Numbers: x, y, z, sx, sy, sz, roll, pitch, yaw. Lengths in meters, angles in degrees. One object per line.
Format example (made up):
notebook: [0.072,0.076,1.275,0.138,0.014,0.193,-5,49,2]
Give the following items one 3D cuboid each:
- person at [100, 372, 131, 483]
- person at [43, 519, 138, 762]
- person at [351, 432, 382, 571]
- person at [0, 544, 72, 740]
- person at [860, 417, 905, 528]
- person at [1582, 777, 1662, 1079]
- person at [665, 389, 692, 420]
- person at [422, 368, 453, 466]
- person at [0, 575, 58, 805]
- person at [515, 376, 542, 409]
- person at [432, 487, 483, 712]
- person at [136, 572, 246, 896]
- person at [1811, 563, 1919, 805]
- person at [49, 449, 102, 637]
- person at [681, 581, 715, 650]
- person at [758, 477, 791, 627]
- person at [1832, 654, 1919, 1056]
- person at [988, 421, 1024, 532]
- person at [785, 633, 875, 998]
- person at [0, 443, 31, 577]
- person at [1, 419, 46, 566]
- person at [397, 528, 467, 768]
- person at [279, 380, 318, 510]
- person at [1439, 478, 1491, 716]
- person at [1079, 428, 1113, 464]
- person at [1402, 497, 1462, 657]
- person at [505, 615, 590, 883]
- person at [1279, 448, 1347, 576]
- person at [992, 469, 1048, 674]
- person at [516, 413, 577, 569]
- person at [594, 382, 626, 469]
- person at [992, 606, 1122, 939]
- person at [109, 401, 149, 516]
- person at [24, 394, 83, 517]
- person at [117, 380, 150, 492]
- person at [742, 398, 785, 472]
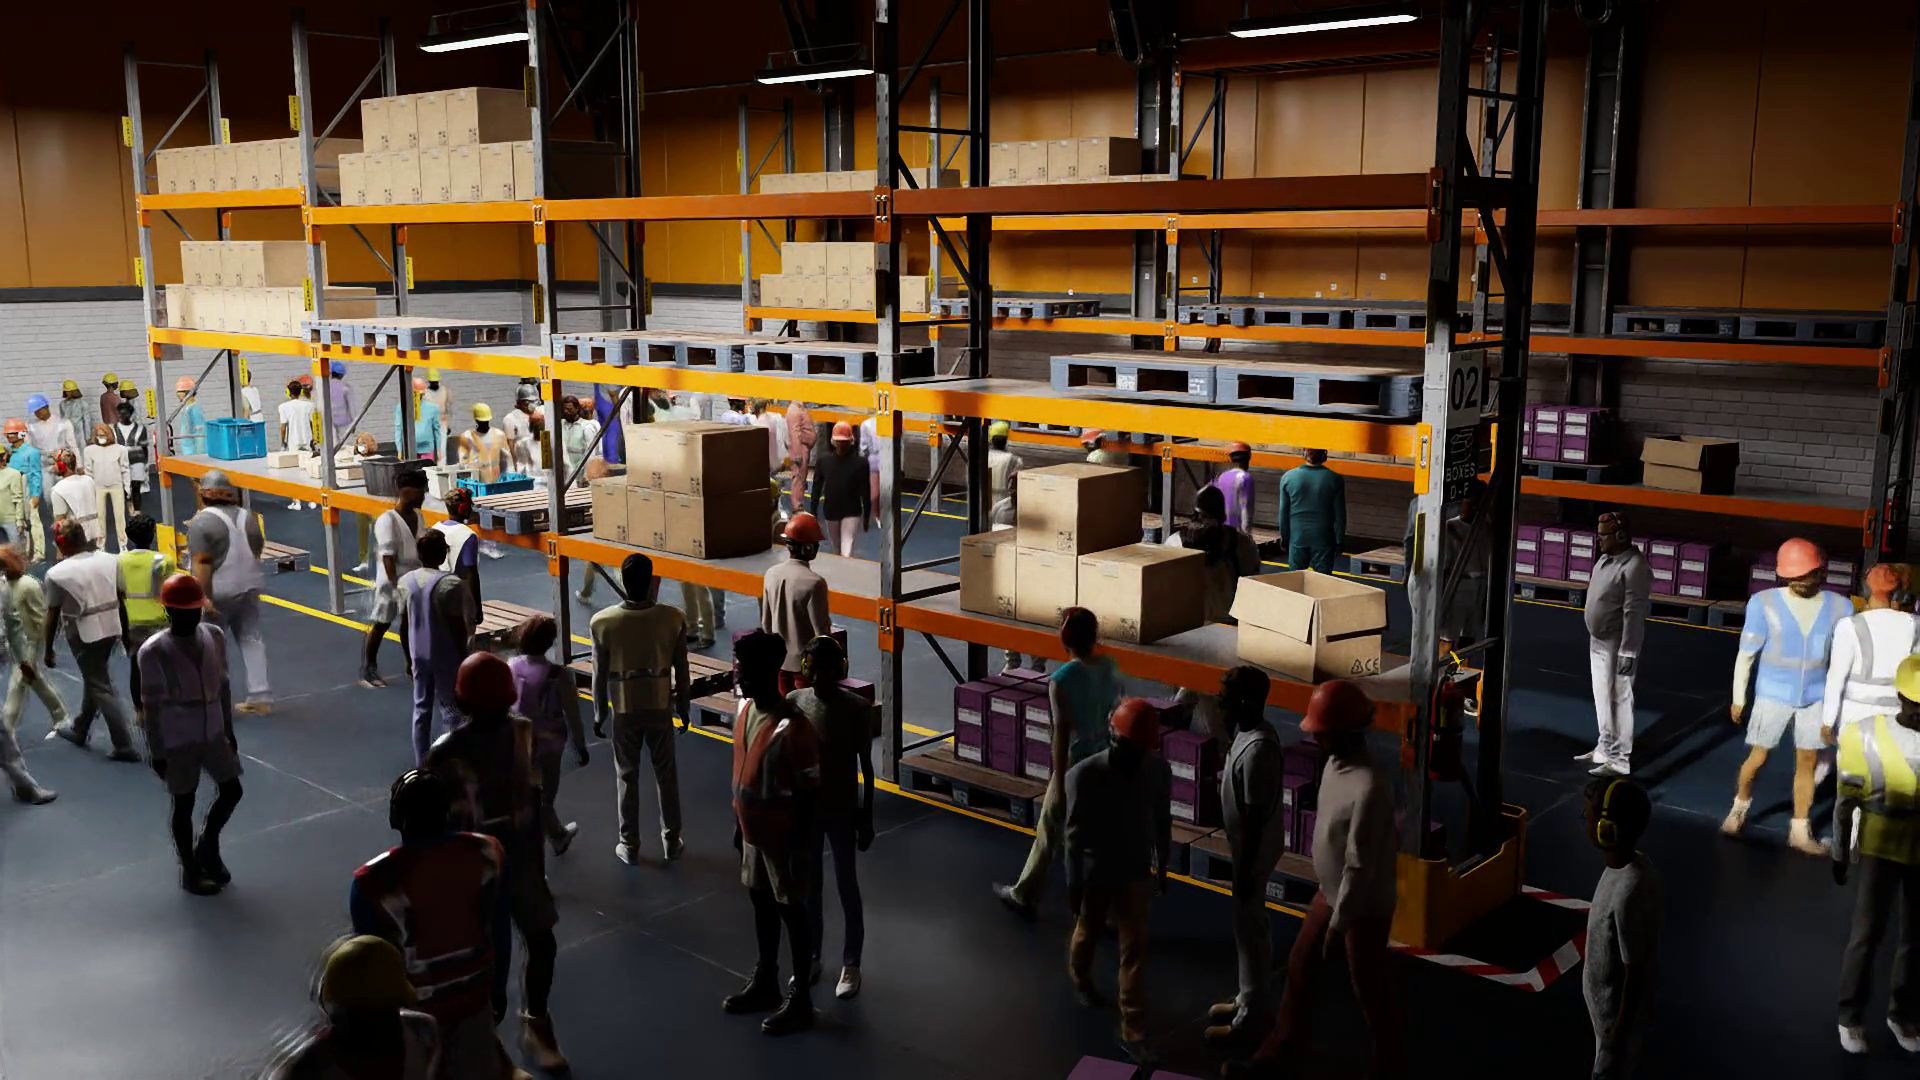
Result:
person: [-13.498,-1.786,26.560,0.523,1.772,0.299,6,12,32]
person: [-6.476,0.733,12.232,0.955,1.790,0.586,4,11,20]
person: [-6.863,-0.440,19.330,0.501,1.633,0.286,1,10,7]
person: [-7.052,0.795,12.490,0.515,1.581,0.853,4,11,21]
person: [-1.008,-0.997,21.750,0.590,1.901,0.776,0,10,-2]
person: [2.396,1.782,6.122,0.312,1.862,0.535,4,11,22]
person: [-4.149,-1.341,24.227,0.586,1.694,0.688,-5,11,-24]
person: [-8.520,-1.886,26.913,0.600,1.863,0.961,-5,11,-26]
person: [-6.688,0.860,11.278,1.016,1.890,0.594,2,10,11]
person: [-7.289,-2.057,28.202,0.490,1.730,0.324,-1,10,-4]
person: [-4.090,0.491,13.512,0.561,1.836,0.388,8,13,39]
person: [-4.438,1.128,9.633,0.417,1.921,0.577,6,12,32]
person: [5.980,0.981,10.987,0.676,1.735,0.555,2,10,13]
person: [-8.547,0.029,16.116,0.394,1.836,0.560,1,10,7]
person: [-2.542,0.158,15.634,0.351,1.743,0.600,-10,14,-44]
person: [-1.632,0.350,14.333,0.403,1.823,0.597,-6,11,-28]
person: [4.418,1.465,7.772,0.618,1.919,0.450,2,10,12]
person: [0.383,-0.326,17.963,0.619,1.895,0.674,2,10,10]
person: [-0.678,1.380,8.416,0.509,1.860,0.333,3,11,19]
person: [-10.131,-0.194,17.588,0.523,1.760,0.337,1,10,7]
person: [-11.114,-0.565,19.693,0.563,1.753,0.327,4,11,22]
person: [-3.634,0.832,11.539,0.506,1.846,0.349,3,10,14]
person: [-9.512,-1.367,23.902,0.530,1.871,0.323,-8,13,-40]
person: [4.023,0.460,13.305,0.608,1.963,0.371,-6,12,-30]
person: [1.558,-0.426,19.029,0.487,1.708,0.600,7,12,33]
person: [4.055,0.310,14.244,0.372,1.935,0.627,-7,12,-35]
person: [-2.478,1.236,9.975,0.531,1.590,0.860,4,11,23]
person: [3.456,-0.041,16.301,0.651,1.906,0.403,4,11,22]
person: [0.527,0.325,14.297,0.636,1.892,0.394,7,12,33]
person: [-4.913,-0.615,19.784,0.673,1.830,1.013,-4,11,-22]
person: [-5.927,-2.232,28.311,0.535,2.000,0.688,-7,12,-34]
person: [0.583,1.259,9.223,0.580,1.808,0.888,-9,14,-43]
person: [-11.394,-1.080,22.815,0.539,1.677,0.705,-3,11,-17]
person: [-11.671,-0.949,21.461,0.680,1.902,0.696,-2,10,-13]
person: [-12.731,-1.596,25.576,0.485,1.737,0.321,9,13,41]
person: [-2.637,-1.078,22.252,0.586,1.874,0.365,1,10,5]
